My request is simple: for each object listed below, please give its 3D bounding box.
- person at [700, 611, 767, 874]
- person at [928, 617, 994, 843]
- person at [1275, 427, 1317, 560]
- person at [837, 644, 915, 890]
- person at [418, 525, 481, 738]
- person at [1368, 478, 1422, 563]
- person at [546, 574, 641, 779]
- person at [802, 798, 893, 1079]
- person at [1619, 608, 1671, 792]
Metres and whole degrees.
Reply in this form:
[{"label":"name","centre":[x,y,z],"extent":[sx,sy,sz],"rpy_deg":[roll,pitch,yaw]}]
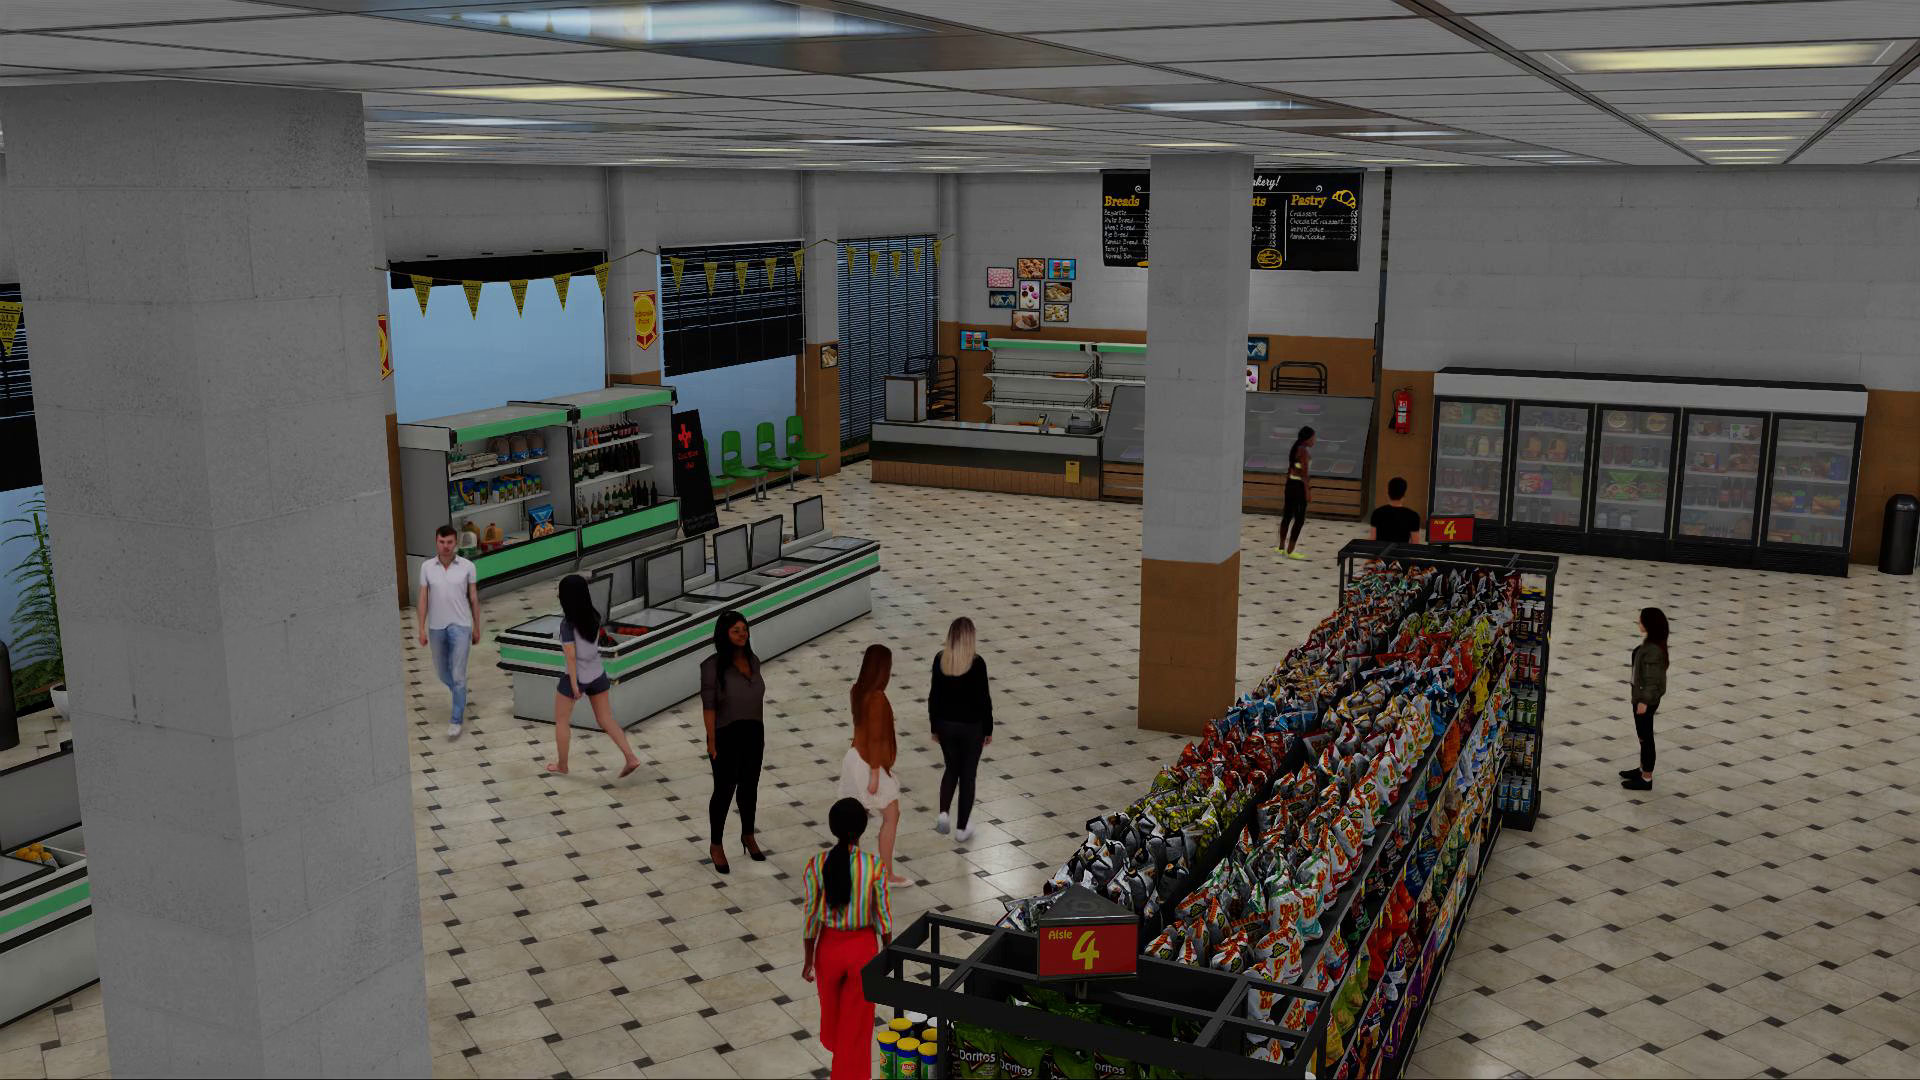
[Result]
[{"label":"person","centre":[-1.586,1.395,11.651],"extent":[0.781,1.842,0.651],"rpy_deg":[11,16,43]},{"label":"person","centre":[-0.035,1.407,12.008],"extent":[0.623,1.671,0.694],"rpy_deg":[5,13,23]},{"label":"person","centre":[4.296,-0.629,21.530],"extent":[0.866,1.731,0.756],"rpy_deg":[-5,13,-24]},{"label":"person","centre":[-0.698,1.570,11.213],"extent":[0.857,1.679,0.800],"rpy_deg":[-6,13,-24]},{"label":"person","centre":[-4.479,0.766,14.667],"extent":[1.018,1.829,1.234],"rpy_deg":[-1,12,-3]},{"label":"person","centre":[4.341,0.314,16.801],"extent":[0.684,1.834,1.174],"rpy_deg":[6,13,27]},{"label":"person","centre":[-2.952,1.127,13.338],"extent":[0.718,1.671,1.047],"rpy_deg":[7,14,30]},{"label":"person","centre":[-0.574,2.165,8.177],"extent":[0.777,1.766,1.019],"rpy_deg":[2,12,7]},{"label":"person","centre":[5.466,1.249,13.234],"extent":[0.654,1.476,0.467],"rpy_deg":[4,13,20]}]
